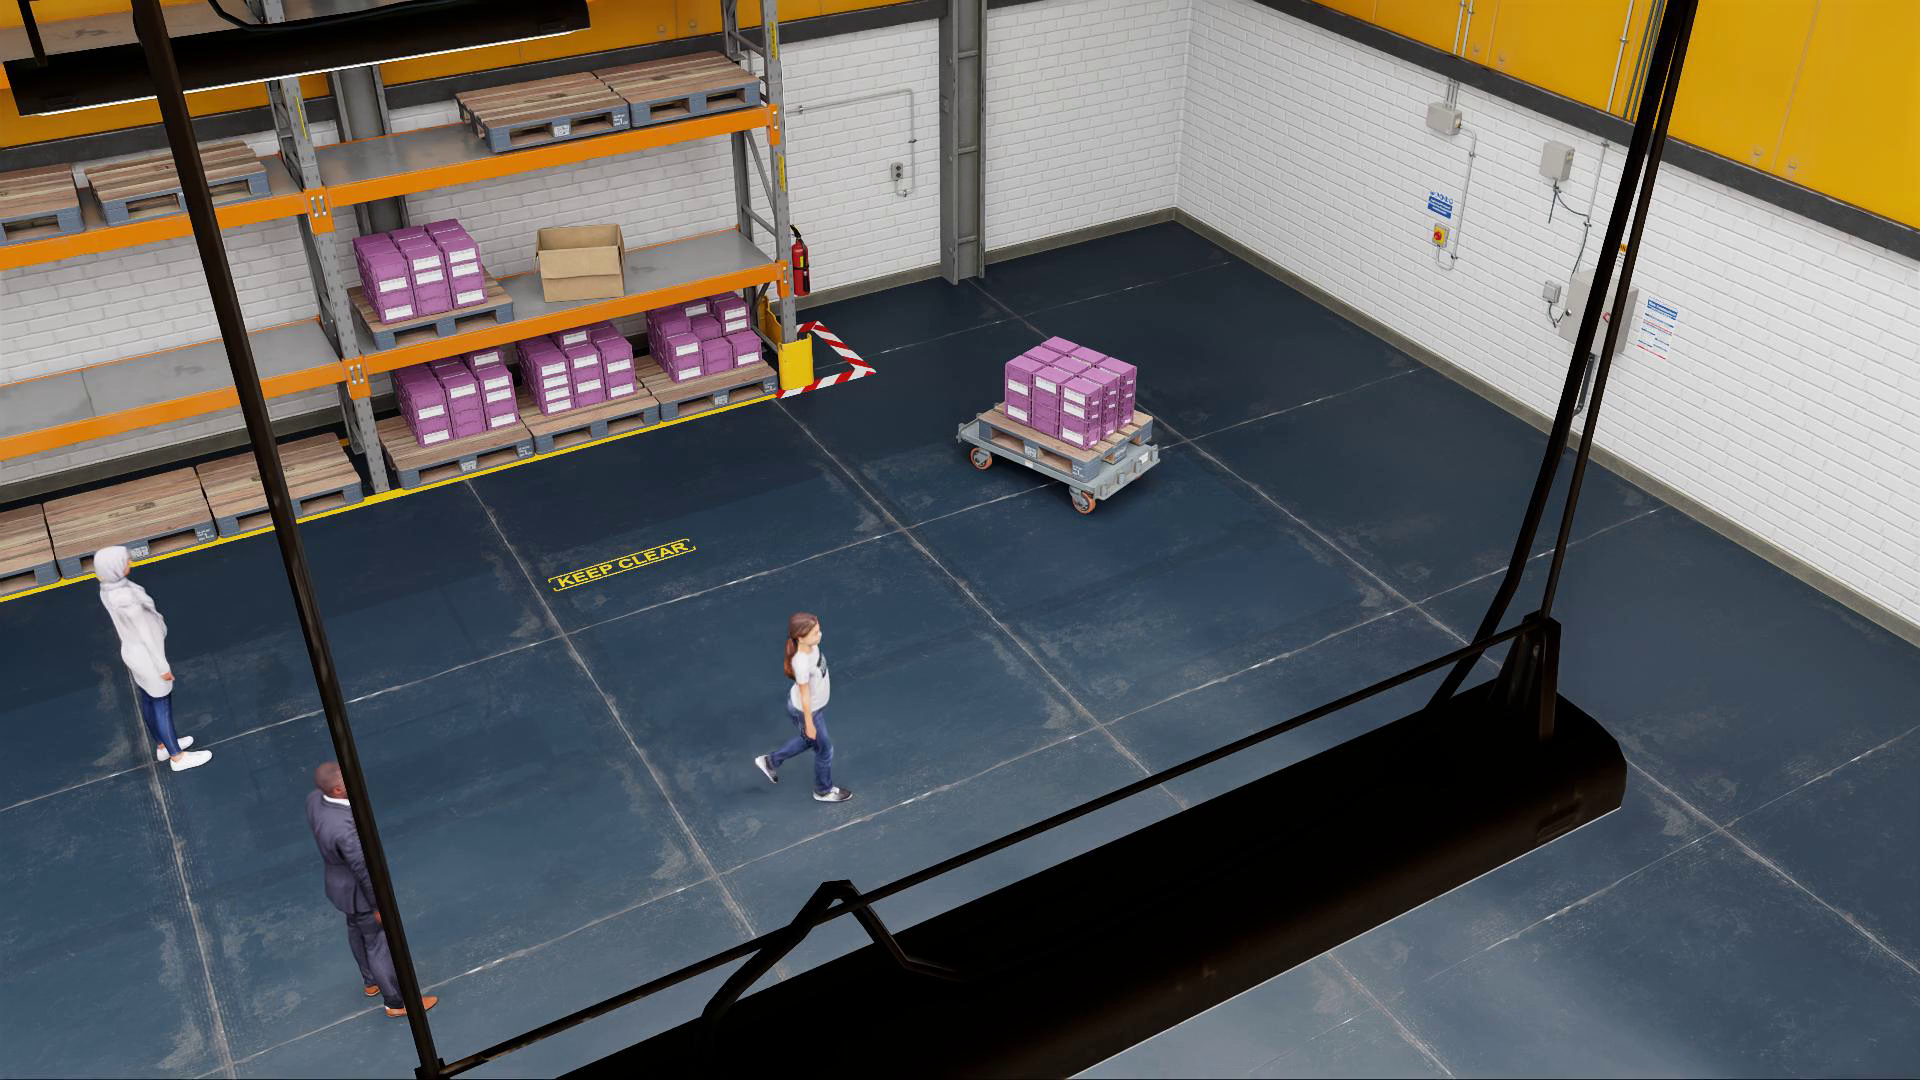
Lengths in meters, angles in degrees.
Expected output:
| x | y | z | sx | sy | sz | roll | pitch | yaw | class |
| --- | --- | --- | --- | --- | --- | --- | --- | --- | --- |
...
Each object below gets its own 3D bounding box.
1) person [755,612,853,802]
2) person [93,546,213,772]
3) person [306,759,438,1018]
| x | y | z | sx | sy | sz | roll | pitch | yaw | class |
| --- | --- | --- | --- | --- | --- | --- | --- | --- | --- |
| -1.058 | 1.104 | 10.982 | 0.960 | 1.542 | 0.806 | 1 | 34 | 1 | person |
| -5.506 | 0.800 | 11.228 | 0.664 | 1.777 | 0.615 | 29 | 43 | 36 | person |
| -3.403 | 1.966 | 9.432 | 0.658 | 1.824 | 0.721 | -24 | 41 | -32 | person |
